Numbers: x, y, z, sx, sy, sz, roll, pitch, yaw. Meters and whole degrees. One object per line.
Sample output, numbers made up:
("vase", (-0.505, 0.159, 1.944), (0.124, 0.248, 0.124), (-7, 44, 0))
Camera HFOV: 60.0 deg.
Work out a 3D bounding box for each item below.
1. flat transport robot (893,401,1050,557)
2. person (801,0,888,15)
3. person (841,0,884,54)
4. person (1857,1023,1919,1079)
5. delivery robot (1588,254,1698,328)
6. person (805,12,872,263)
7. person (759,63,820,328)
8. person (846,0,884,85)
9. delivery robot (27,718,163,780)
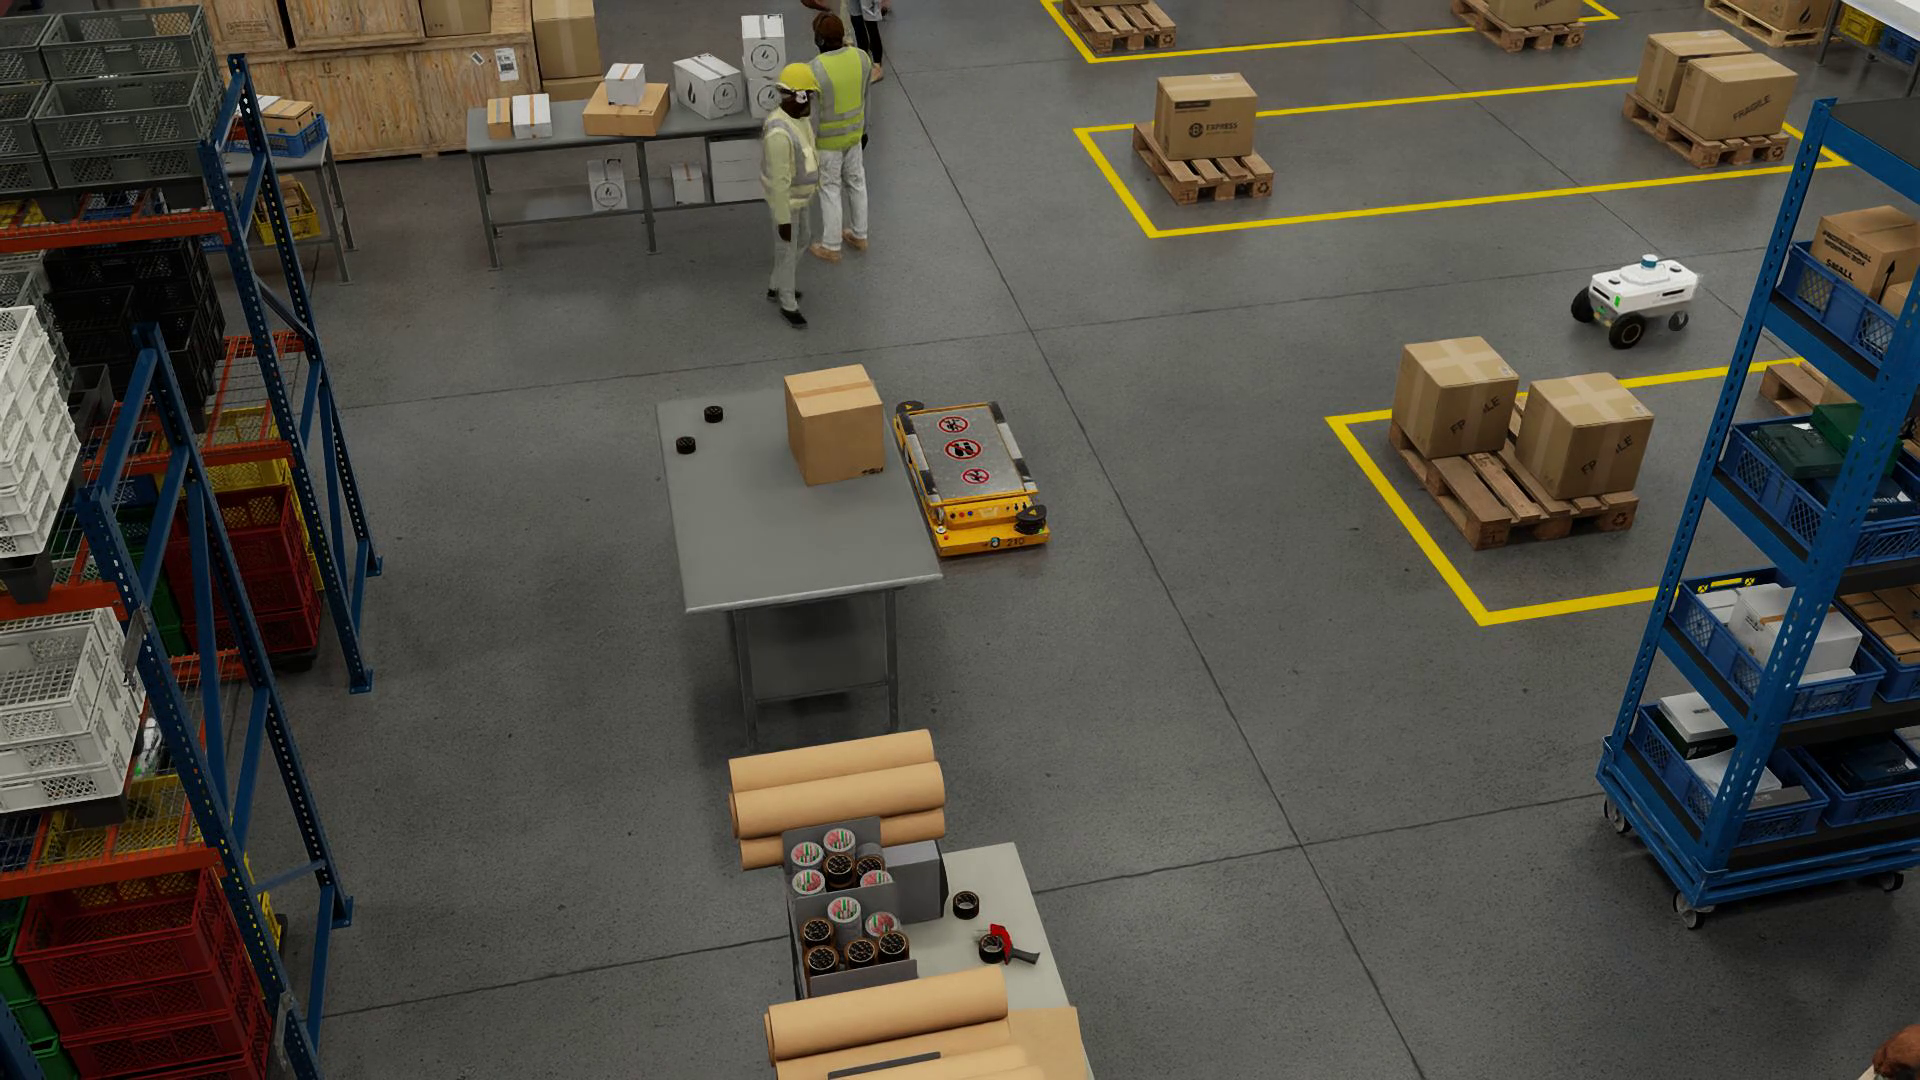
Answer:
("flat transport robot", (0.046, -0.430, 10.108), (0.652, 0.197, 1.431), (-8, 37, -10))
("person", (-1.142, -6.127, 16.453), (1.002, 1.860, 0.655), (25, 43, 29))
("person", (-0.967, -5.446, 15.538), (0.523, 1.856, 0.338), (-22, 42, -27))
("person", (2.926, 2.150, 5.501), (0.513, 1.640, 0.309), (-28, 45, -33))
("delivery robot", (4.745, -1.748, 11.568), (0.707, 0.478, 0.477), (-13, 38, -16))
("person", (-0.923, -2.946, 12.184), (0.634, 1.841, 0.429), (-30, 46, -34))
("person", (-1.183, -2.338, 11.403), (0.431, 1.812, 0.759), (7, 37, 9))
("person", (-0.891, -5.018, 15.095), (0.319, 1.686, 0.542), (-26, 44, -31))
("delivery robot", (-4.163, 1.017, 7.847), (0.707, 0.478, 0.477), (-1, 37, -3))
